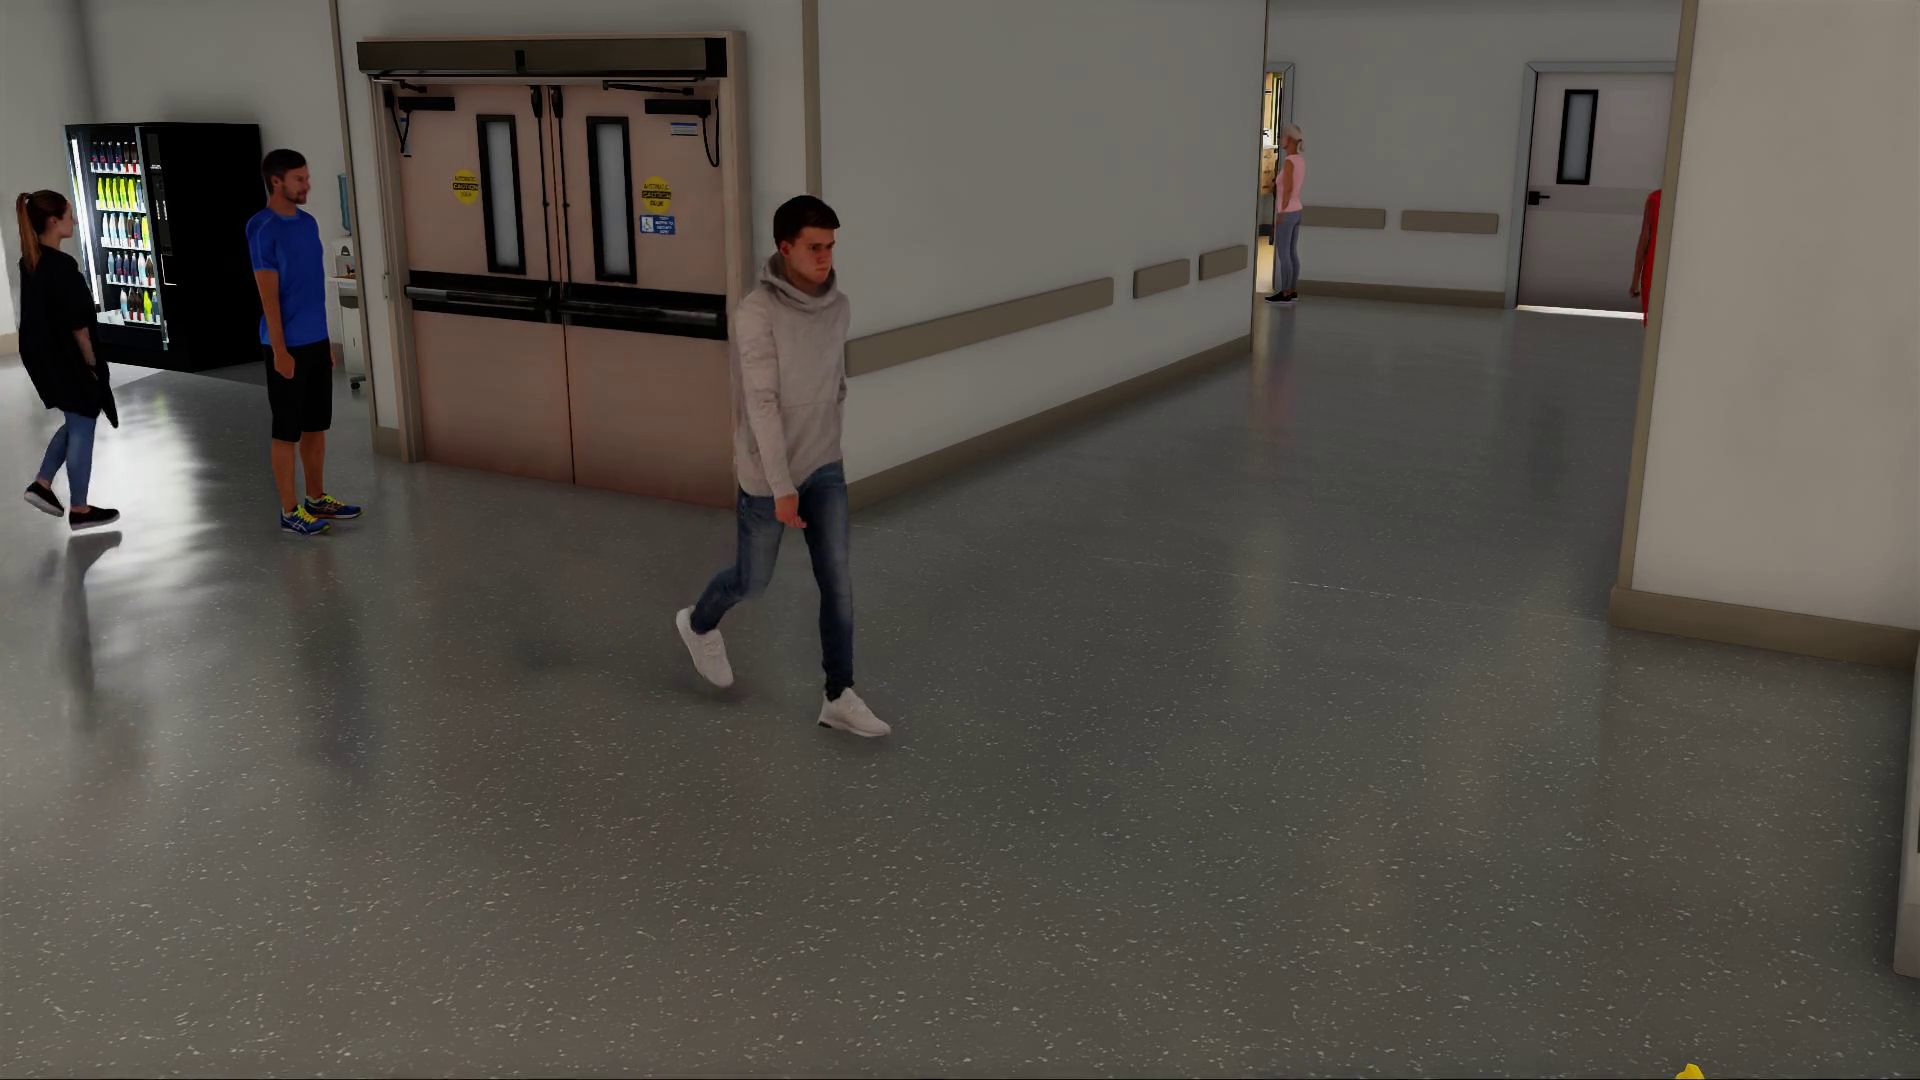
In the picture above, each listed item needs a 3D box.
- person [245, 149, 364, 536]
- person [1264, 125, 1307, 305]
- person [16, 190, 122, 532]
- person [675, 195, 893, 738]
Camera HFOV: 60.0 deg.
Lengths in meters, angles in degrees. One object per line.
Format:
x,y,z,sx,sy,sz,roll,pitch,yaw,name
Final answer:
-3.297,-0.982,8.238,0.665,1.869,0.677,3,16,11,person
3.261,-3.220,16.439,0.517,1.726,0.545,9,18,30,person
-4.453,-0.842,8.104,0.694,1.672,0.750,11,19,35,person
-0.657,-0.232,5.688,1.310,1.808,0.872,15,21,42,person
